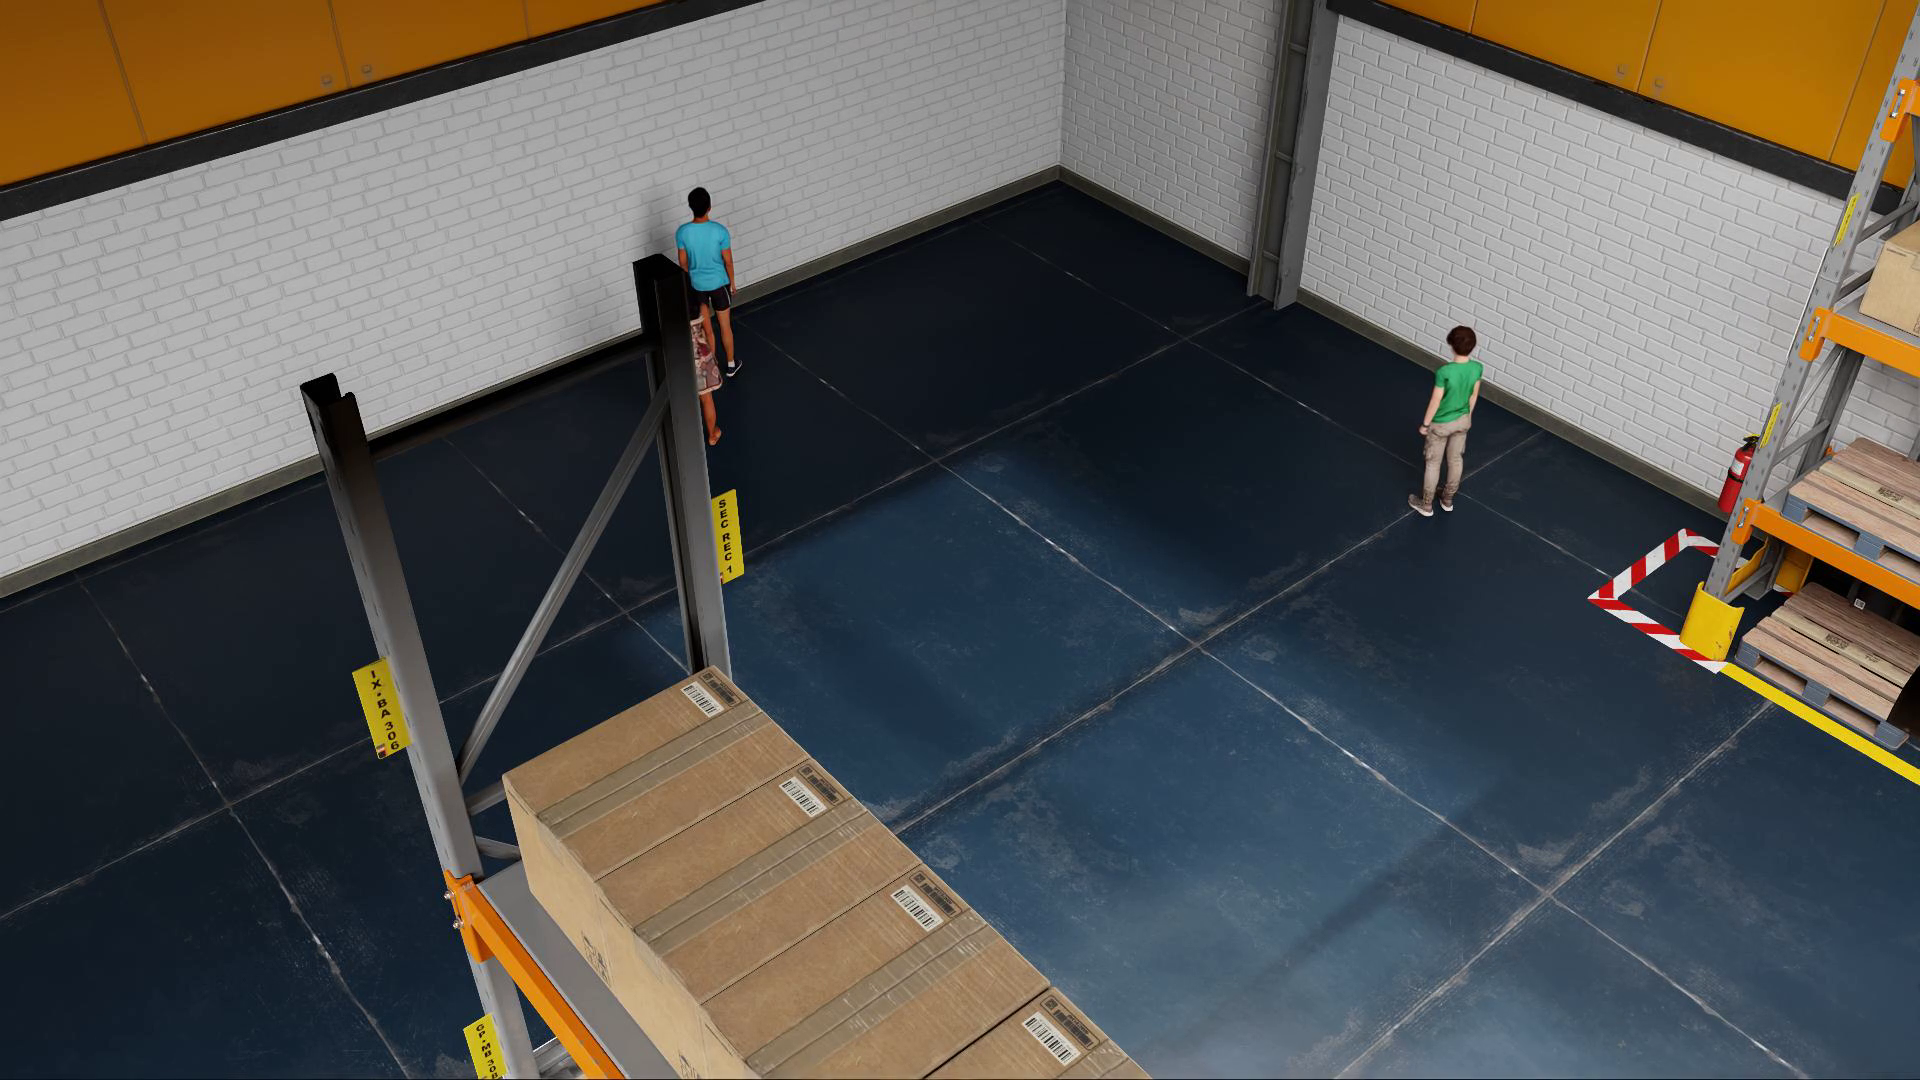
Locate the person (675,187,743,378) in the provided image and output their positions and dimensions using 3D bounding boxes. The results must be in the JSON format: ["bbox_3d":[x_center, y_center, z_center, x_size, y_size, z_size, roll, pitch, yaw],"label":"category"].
[{"bbox_3d":[-2.186,-2.220,14.443,0.685,1.773,0.715,-1,39,-1],"label":"person"}]

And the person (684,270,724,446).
[{"bbox_3d":[-2.219,-1.485,13.624,0.725,1.645,0.727,-5,39,-6],"label":"person"}]

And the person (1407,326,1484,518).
[{"bbox_3d":[3.803,-0.916,12.906,0.662,1.652,0.656,-10,40,-12],"label":"person"}]
